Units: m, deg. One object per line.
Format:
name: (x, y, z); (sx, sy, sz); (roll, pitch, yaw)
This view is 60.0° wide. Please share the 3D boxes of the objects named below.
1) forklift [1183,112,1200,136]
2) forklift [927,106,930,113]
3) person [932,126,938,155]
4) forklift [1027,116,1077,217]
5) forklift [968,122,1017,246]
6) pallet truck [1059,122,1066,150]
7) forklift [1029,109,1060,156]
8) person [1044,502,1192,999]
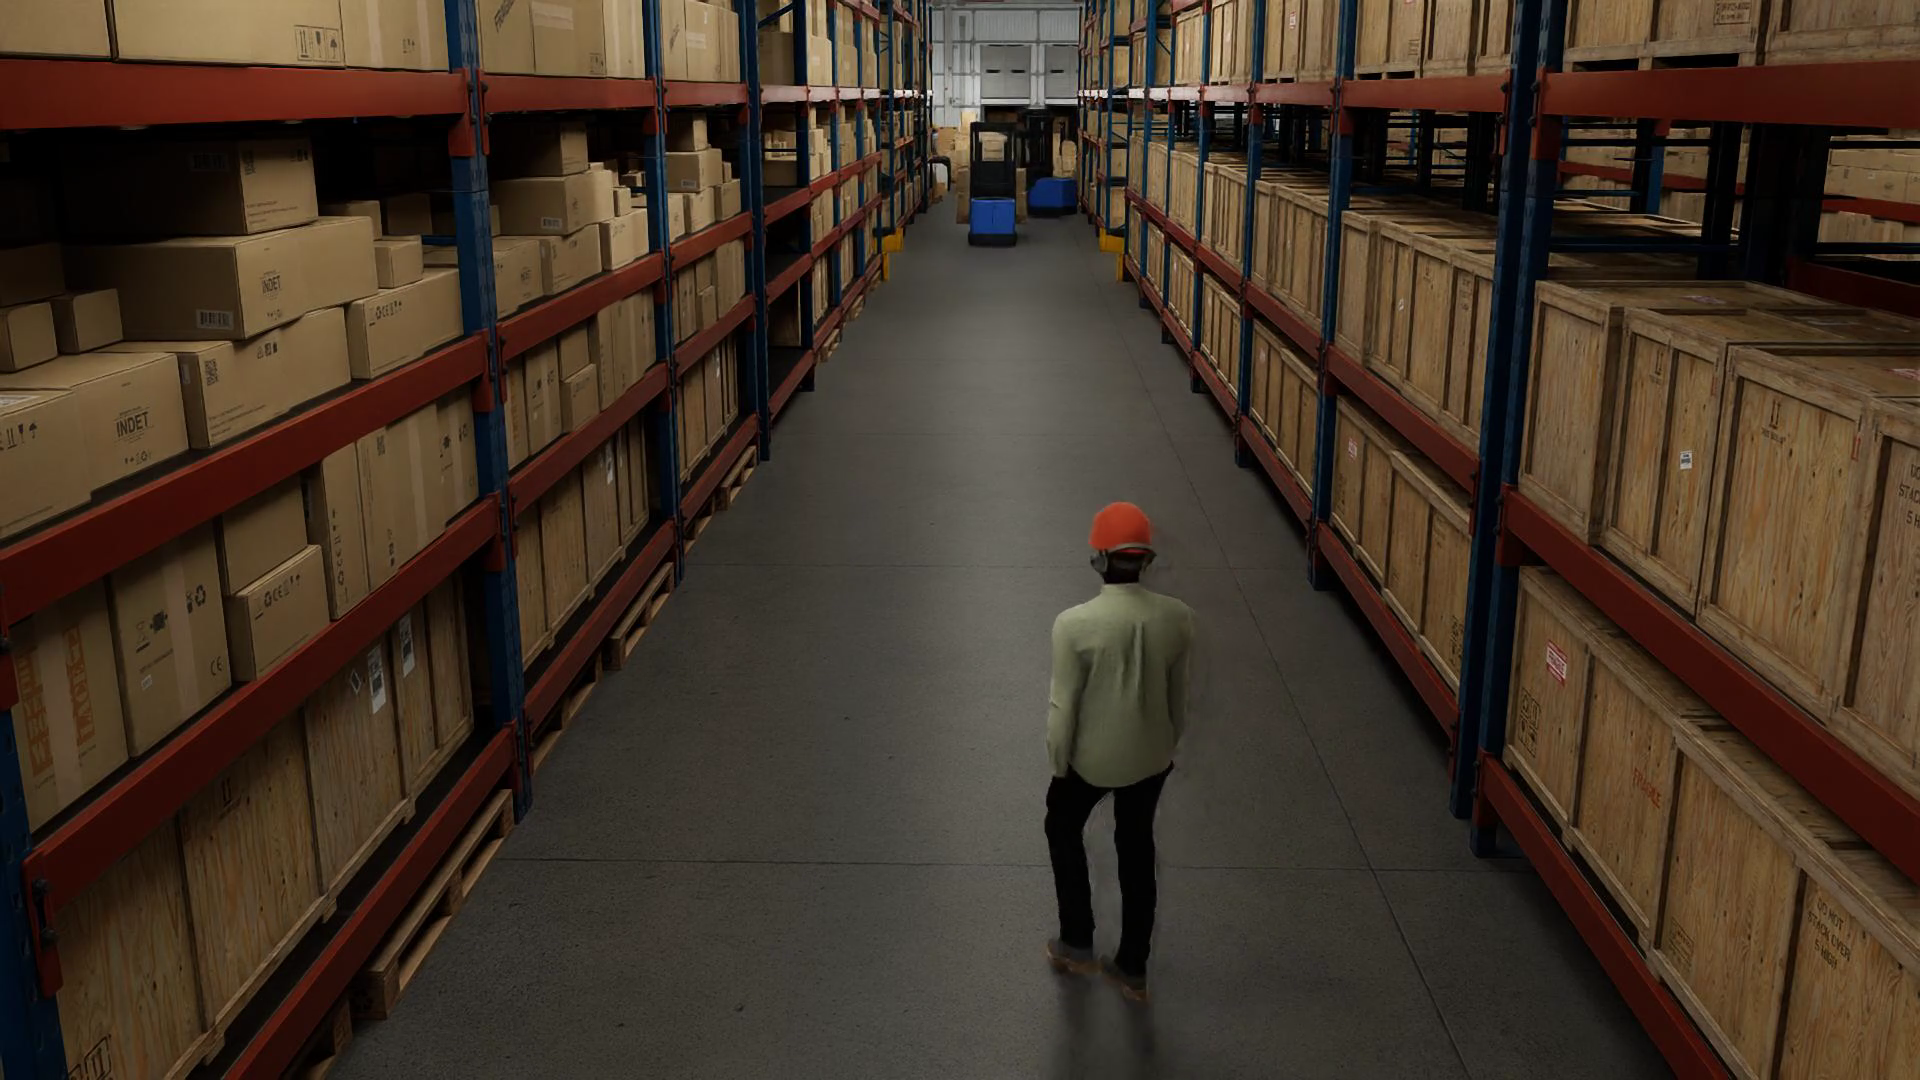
forklift: (8.103, -13.798, 59.130); (1.129, 2.768, 1.873); (0, 15, 1)
forklift: (-2.001, -20.667, 84.687); (1.129, 2.768, 1.873); (0, 15, 2)
person: (-1.332, -19.000, 80.342); (0.842, 1.907, 0.550); (10, 18, 32)
forklift: (2.350, -10.731, 47.716); (1.873, 2.768, 1.129); (9, 18, 30)
forklift: (0.767, -8.310, 38.710); (1.129, 2.768, 1.873); (0, 15, 1)
pallet truck: (5.788, -21.111, 88.014); (1.885, 1.965, 0.823); (5, 16, 18)
forklift: (3.379, -16.885, 70.616); (1.129, 2.768, 1.873); (11, 19, 35)
person: (0.575, 0.805, 6.520); (0.646, 1.965, 0.651); (-6, 16, -22)
